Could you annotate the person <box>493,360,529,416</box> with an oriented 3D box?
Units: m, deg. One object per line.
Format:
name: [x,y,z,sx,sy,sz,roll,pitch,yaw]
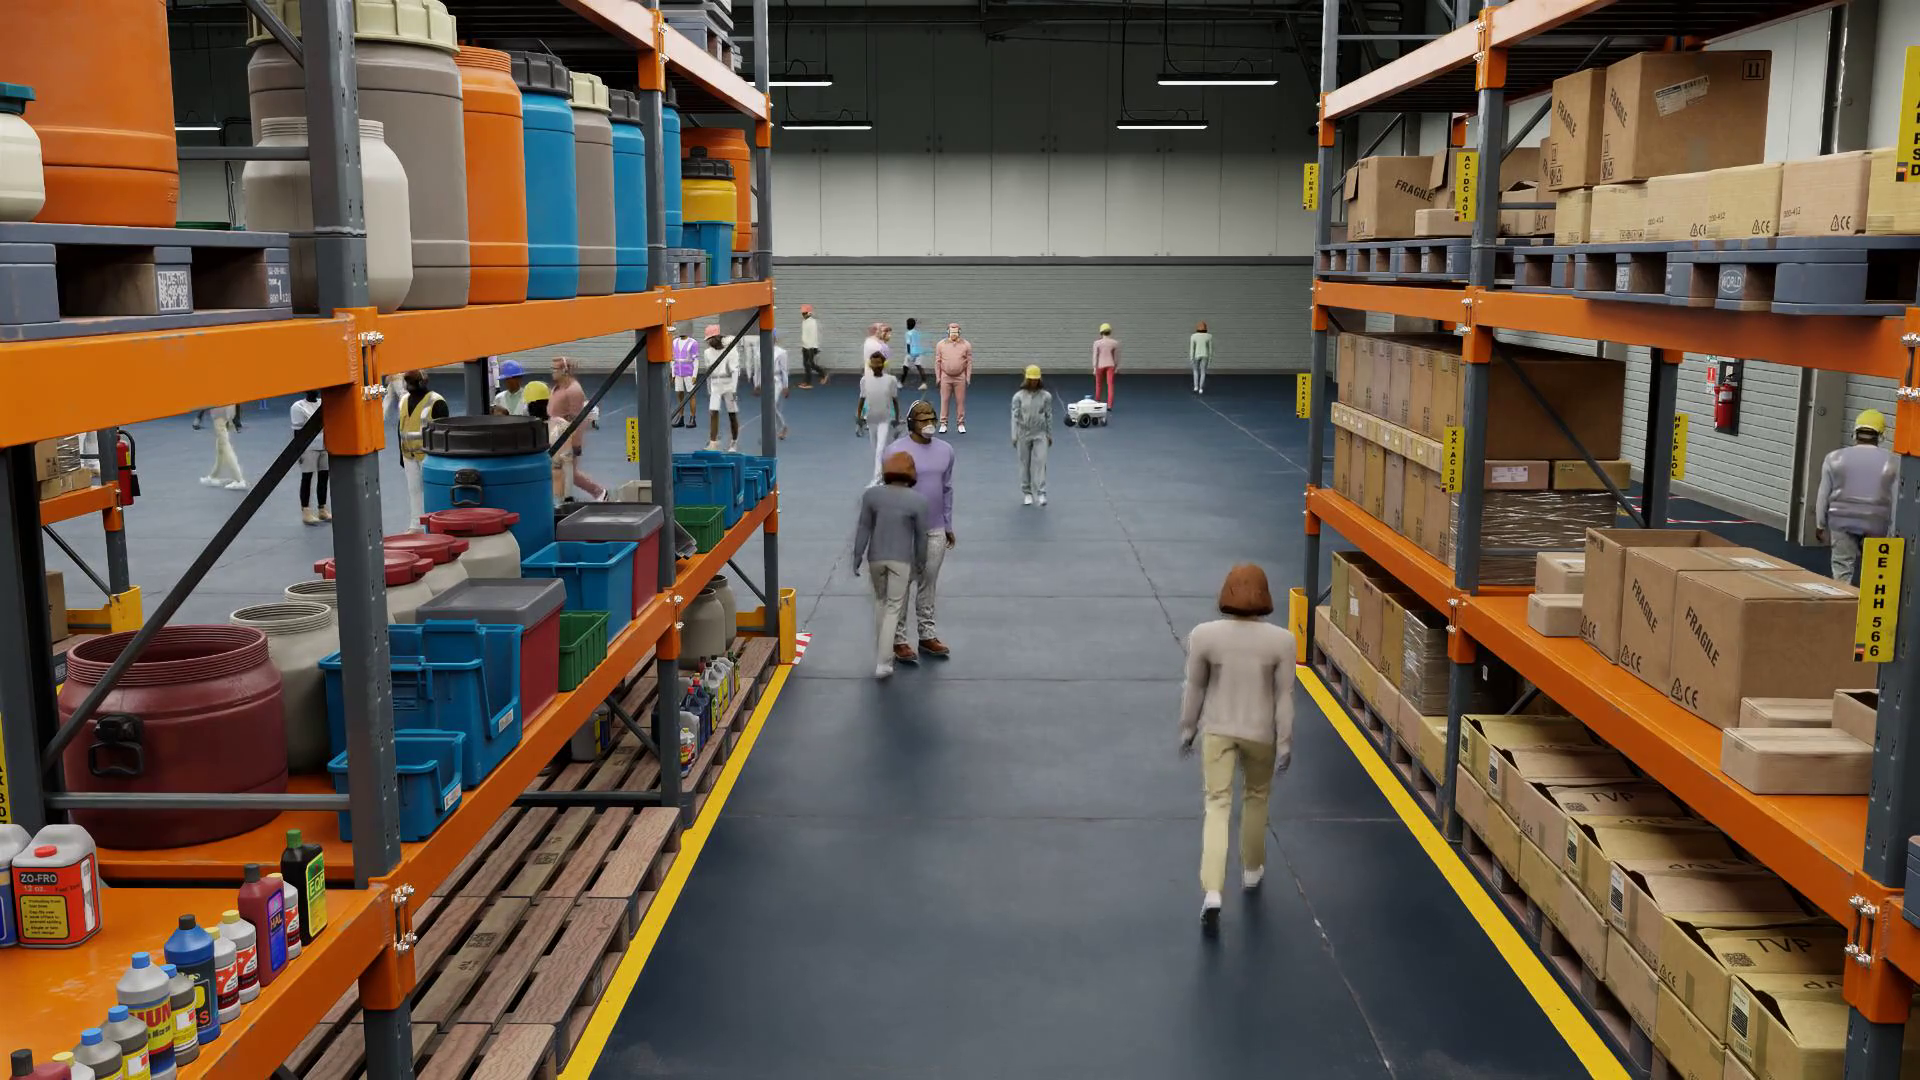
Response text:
person: [-4.670,-0.923,17.564,0.618,1.925,0.563,3,10,17]

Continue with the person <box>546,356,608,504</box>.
person: [-4.462,-1.170,19.097,0.632,1.892,0.649,-6,11,-33]

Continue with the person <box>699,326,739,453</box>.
person: [-3.646,-2.253,25.294,0.647,1.979,0.985,3,10,16]

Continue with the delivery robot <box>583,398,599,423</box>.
delivery robot: [-6.698,-2.301,29.718,0.477,0.478,0.707,-5,11,-25]

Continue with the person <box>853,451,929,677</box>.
person: [-0.467,0.155,12.012,0.533,1.597,0.701,3,10,18]

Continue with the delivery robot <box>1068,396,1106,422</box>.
delivery robot: [2.306,-2.369,30.124,0.707,0.478,0.477,-7,12,-34]

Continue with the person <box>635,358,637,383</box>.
person: [-4.721,-2.278,25.598,0.550,1.935,0.375,6,11,33]

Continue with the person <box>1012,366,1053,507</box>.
person: [0.877,-1.243,20.083,0.510,1.695,0.876,-1,9,-4]

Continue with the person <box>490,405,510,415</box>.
person: [-3.604,-0.153,13.171,0.328,1.840,0.504,0,9,-1]

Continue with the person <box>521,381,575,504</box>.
person: [-3.700,-0.489,14.977,0.597,1.905,0.642,4,10,24]

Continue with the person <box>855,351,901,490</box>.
person: [-1.069,-1.492,21.234,0.551,1.816,0.963,3,10,15]

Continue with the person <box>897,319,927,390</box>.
person: [-1.123,-4.333,38.768,0.884,1.640,0.547,6,11,34]

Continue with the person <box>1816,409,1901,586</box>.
person: [7.084,-0.129,13.107,0.617,1.801,0.746,5,11,29]

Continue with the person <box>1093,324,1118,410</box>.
person: [2.920,-3.477,33.424,0.544,1.713,0.902,-2,10,-9]

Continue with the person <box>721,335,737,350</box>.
person: [-5.078,-3.946,36.571,0.553,1.615,0.512,5,11,29]

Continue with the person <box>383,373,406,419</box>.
person: [-10.478,-2.968,30.750,0.858,1.589,0.534,-2,10,-12]

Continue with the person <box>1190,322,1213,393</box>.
person: [5.484,-4.151,37.769,0.516,1.606,0.648,1,10,6]

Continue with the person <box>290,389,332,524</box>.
person: [-7.338,-1.042,18.914,0.316,1.695,0.540,5,11,28]

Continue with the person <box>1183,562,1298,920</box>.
person: [1.263,0.900,7.590,0.515,1.597,0.839,2,10,15]

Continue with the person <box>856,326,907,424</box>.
person: [-1.464,-3.020,30.471,0.969,1.796,0.580,2,10,10]

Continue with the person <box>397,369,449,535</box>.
person: [-5.725,-0.907,17.677,0.634,1.841,0.429,5,10,25]

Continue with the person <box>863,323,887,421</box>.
person: [-1.465,-2.894,29.443,0.429,1.888,0.665,-2,10,-15]

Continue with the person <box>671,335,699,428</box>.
person: [-4.958,-2.994,29.886,0.545,1.938,0.362,4,10,23]

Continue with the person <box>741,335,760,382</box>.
person: [-5.128,-4.874,41.242,0.661,1.920,0.426,3,10,17]

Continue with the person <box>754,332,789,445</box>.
person: [-3.070,-2.551,27.338,0.626,1.918,0.918,6,11,32]

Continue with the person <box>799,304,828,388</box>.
person: [-3.512,-4.584,39.306,0.593,1.980,0.631,-5,11,-30]

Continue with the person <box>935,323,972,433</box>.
person: [-0.115,-2.809,28.888,0.640,1.905,0.410,0,9,-1]

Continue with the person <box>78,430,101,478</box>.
person: [-11.989,-1.768,22.833,0.430,1.844,0.624,3,10,18]

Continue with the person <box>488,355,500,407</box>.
person: [-7.882,-2.606,27.597,0.593,1.924,0.381,4,10,20]

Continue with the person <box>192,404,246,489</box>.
person: [-9.737,-1.588,21.811,0.848,1.829,0.518,3,10,16]

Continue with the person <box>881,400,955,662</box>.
person: [-0.295,-0.079,12.425,0.629,1.940,0.379,-7,12,-36]
